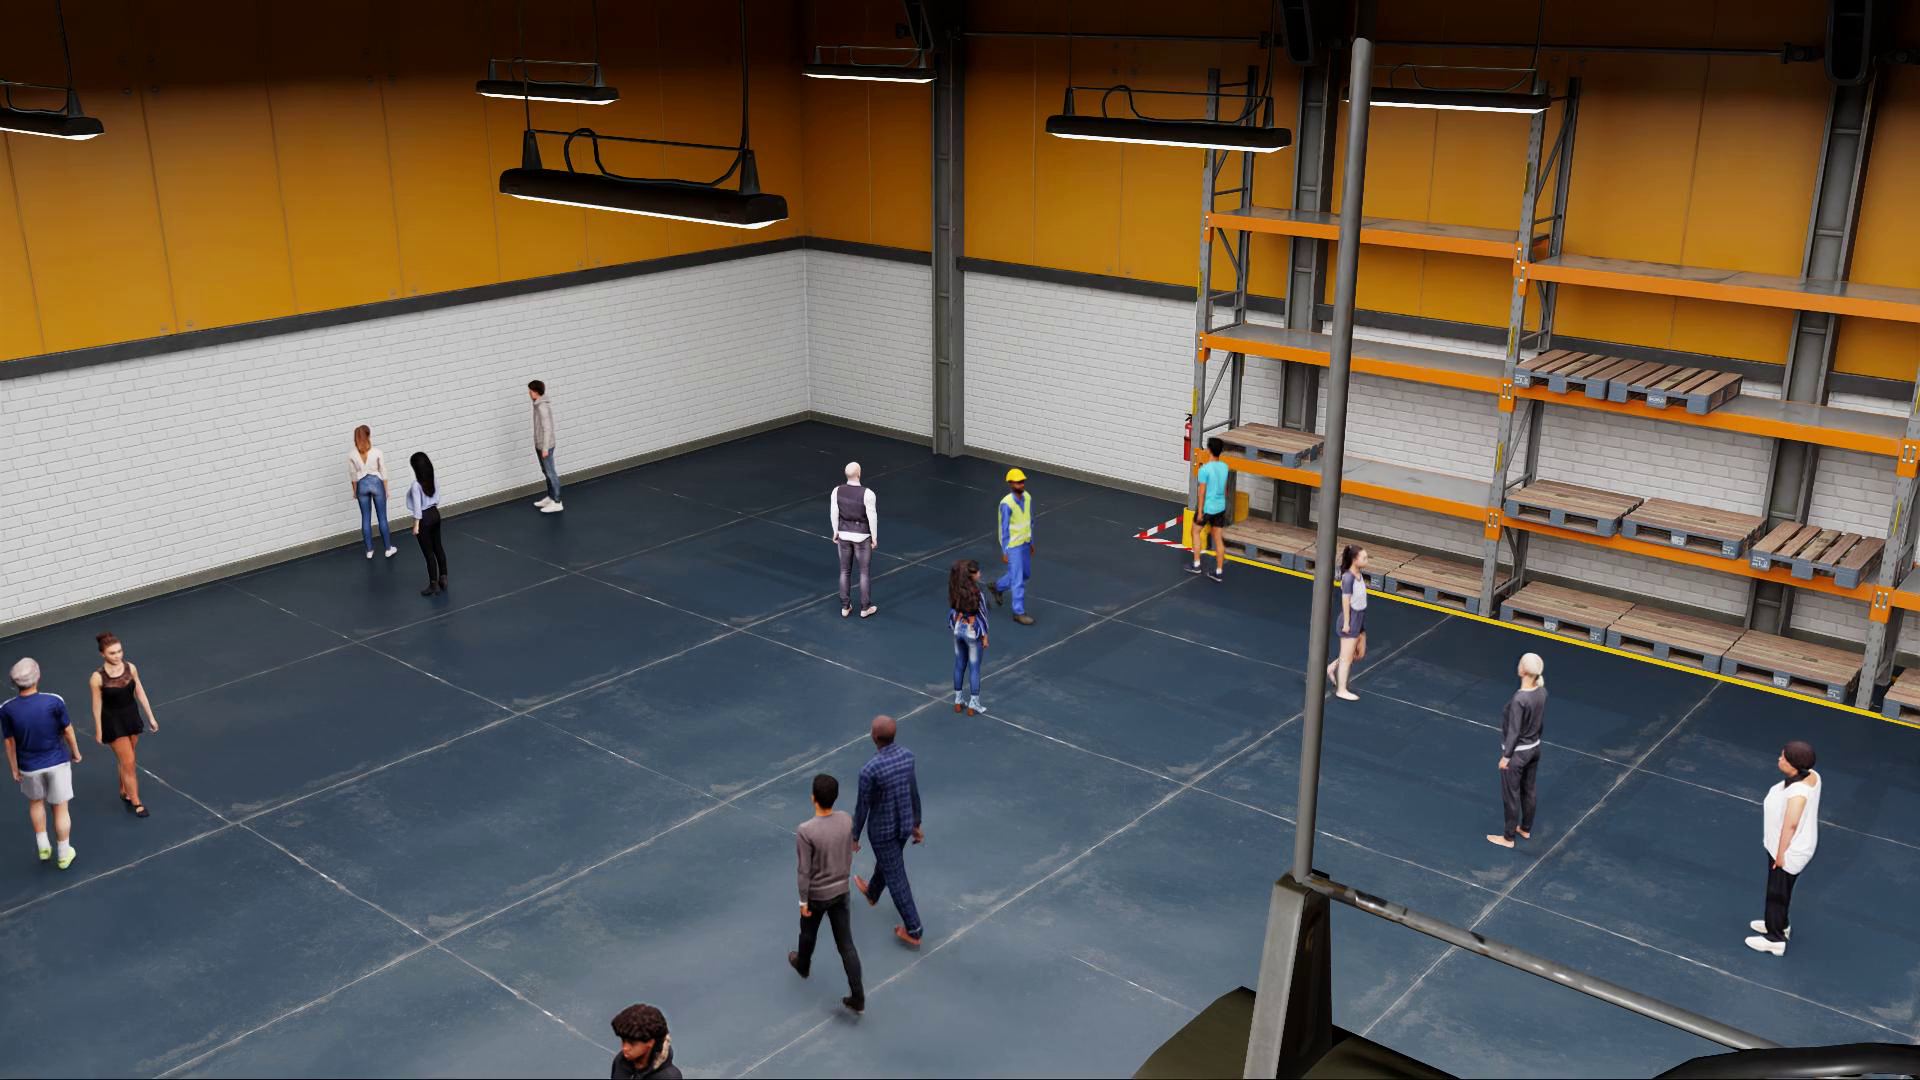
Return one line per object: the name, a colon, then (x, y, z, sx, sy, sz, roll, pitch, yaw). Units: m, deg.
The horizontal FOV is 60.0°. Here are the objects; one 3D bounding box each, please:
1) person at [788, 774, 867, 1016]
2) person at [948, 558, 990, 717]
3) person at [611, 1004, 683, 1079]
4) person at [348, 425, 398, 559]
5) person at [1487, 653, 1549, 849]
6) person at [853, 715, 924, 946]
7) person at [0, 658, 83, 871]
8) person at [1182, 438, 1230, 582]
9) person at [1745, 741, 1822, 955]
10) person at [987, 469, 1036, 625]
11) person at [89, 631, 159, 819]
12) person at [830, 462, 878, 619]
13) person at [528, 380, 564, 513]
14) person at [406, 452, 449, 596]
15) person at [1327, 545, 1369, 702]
person: (-0.880, 2.531, 11.705, 0.874, 1.717, 1.233, 16, 24, 39)
person: (0.086, 0.951, 16.550, 0.474, 1.620, 0.665, 15, 23, 37)
person: (-1.721, 3.342, 9.200, 0.619, 1.779, 0.753, 8, 20, 22)
person: (-7.467, -0.619, 21.063, 0.677, 1.716, 0.730, -2, 19, -7)
person: (4.735, 1.751, 14.009, 0.649, 1.726, 0.589, -14, 23, -35)
person: (-0.473, 2.221, 12.560, 0.760, 1.759, 1.178, -17, 25, -41)
person: (-7.468, 1.852, 13.554, 0.768, 1.826, 0.796, -7, 20, -19)
person: (3.118, -0.339, 20.167, 0.795, 1.755, 0.905, -11, 22, -30)
person: (6.210, 2.278, 12.509, 0.593, 1.685, 0.640, 14, 23, 36)
person: (0.591, 0.040, 18.975, 0.956, 1.799, 0.661, 15, 23, 37)
person: (-7.417, 1.582, 14.615, 0.843, 1.660, 0.671, 10, 21, 28)
person: (-1.216, -0.008, 19.081, 0.694, 1.822, 0.837, 4, 19, 13)
person: (-5.705, -1.310, 22.901, 0.812, 1.851, 0.671, -9, 21, -25)
person: (-6.330, -0.205, 19.785, 0.703, 1.746, 0.726, 5, 19, 15)
person: (3.886, 0.825, 16.893, 0.690, 1.640, 0.631, 12, 22, 32)
